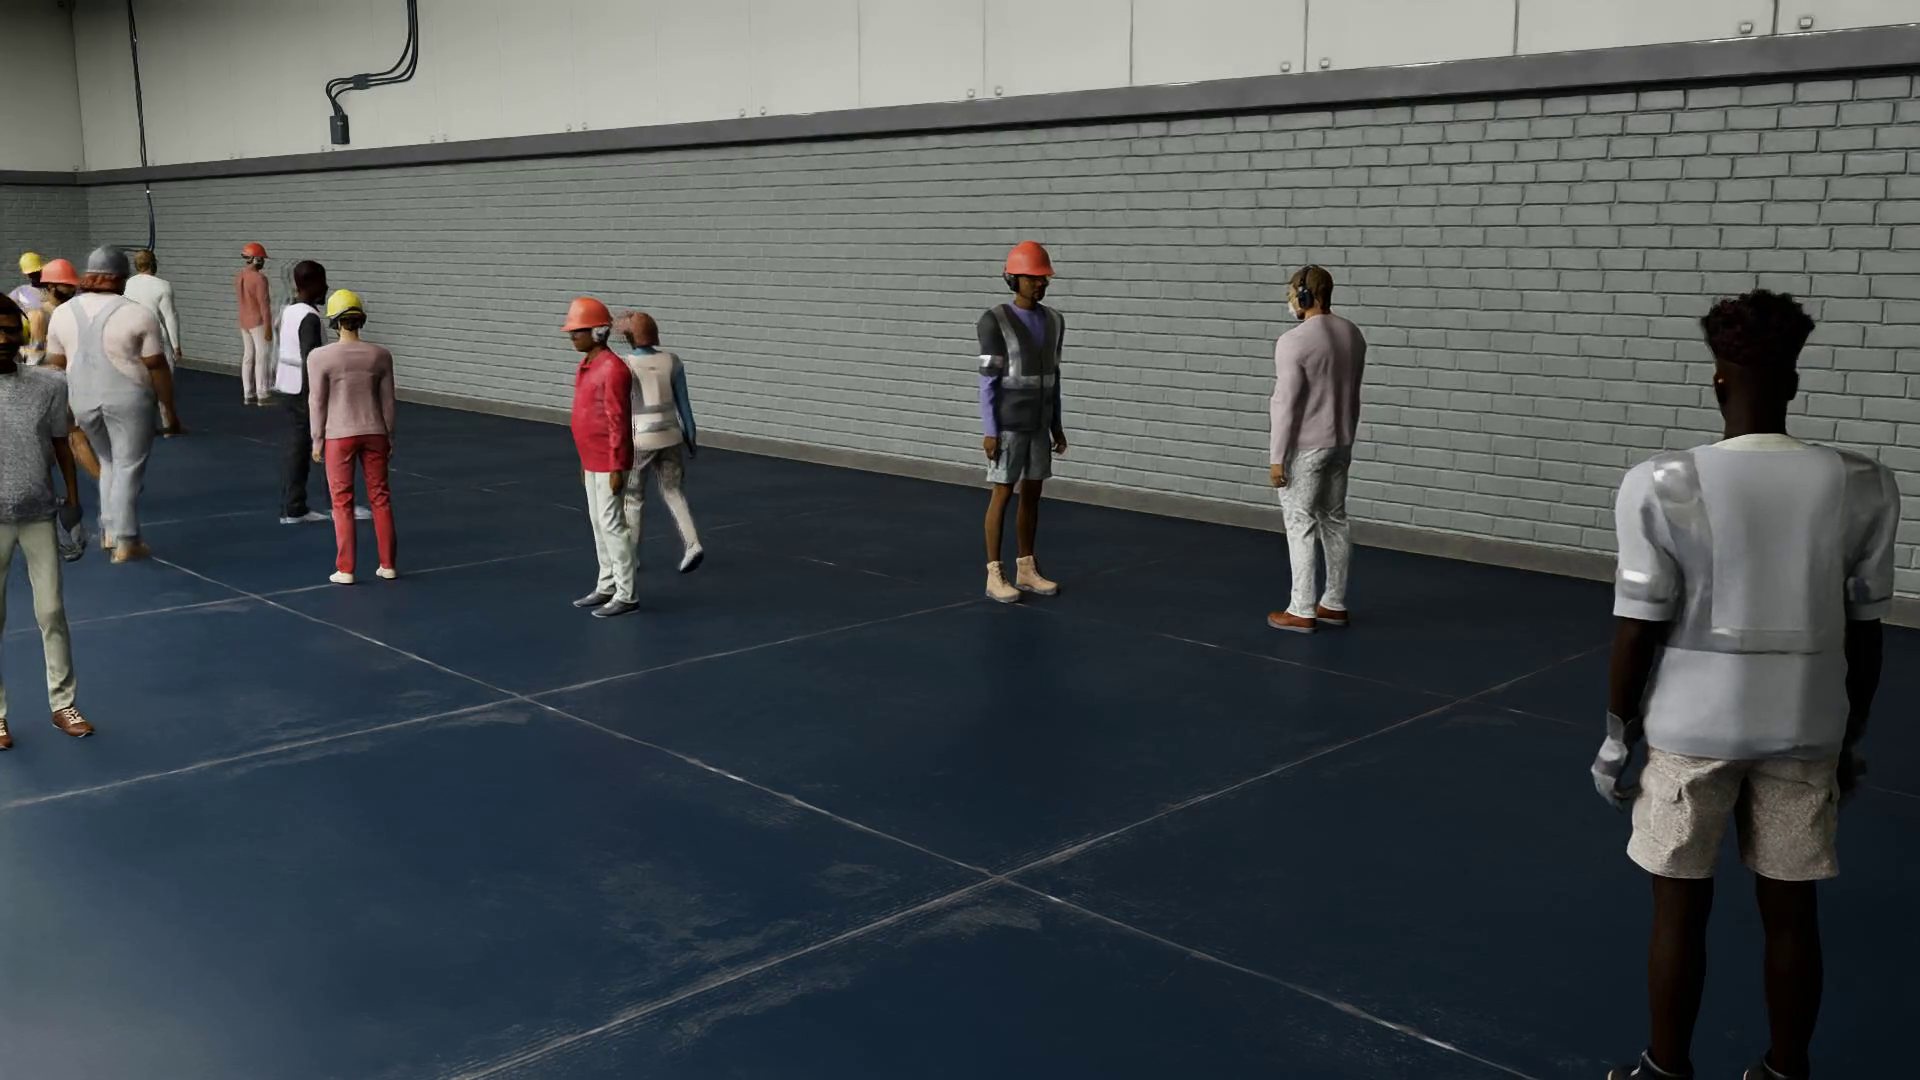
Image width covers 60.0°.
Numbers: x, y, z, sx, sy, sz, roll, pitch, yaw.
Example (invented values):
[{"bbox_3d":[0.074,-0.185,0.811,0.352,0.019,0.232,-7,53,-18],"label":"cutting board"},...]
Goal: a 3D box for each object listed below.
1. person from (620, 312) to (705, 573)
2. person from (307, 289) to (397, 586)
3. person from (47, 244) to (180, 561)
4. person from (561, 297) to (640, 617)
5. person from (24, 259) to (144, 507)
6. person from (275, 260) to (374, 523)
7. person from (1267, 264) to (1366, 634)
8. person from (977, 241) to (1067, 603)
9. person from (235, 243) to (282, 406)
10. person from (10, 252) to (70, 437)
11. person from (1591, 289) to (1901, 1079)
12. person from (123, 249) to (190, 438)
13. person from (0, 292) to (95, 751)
[{"bbox_3d":[-1.902,-0.578,10.158,0.558,1.608,0.718,-9,14,-39],"label":"person"},{"bbox_3d":[-3.629,-0.612,9.956,0.518,1.756,0.342,-10,14,-43],"label":"person"},{"bbox_3d":[-5.389,-0.898,10.743,0.697,2.000,0.659,1,10,4],"label":"person"},{"bbox_3d":[-1.981,-0.451,9.122,0.356,1.743,0.577,-6,12,-29],"label":"person"},{"bbox_3d":[-6.714,-1.170,12.636,0.973,1.884,0.572,1,10,4],"label":"person"},{"bbox_3d":[-4.608,-1.066,12.070,0.732,1.895,0.594,-8,13,-37],"label":"person"},{"bbox_3d":[1.858,-0.469,8.722,0.638,1.929,0.369,-8,13,-37],"label":"person"},{"bbox_3d":[0.380,-0.673,9.505,0.609,2.044,0.394,-9,13,-39],"label":"person"},{"bbox_3d":[-8.619,-2.641,20.407,0.617,1.985,0.408,8,13,37],"label":"person"},{"bbox_3d":[-9.367,-1.997,17.106,0.629,1.900,0.465,-9,14,-40],"label":"person"},{"bbox_3d":[1.748,0.420,3.766,0.625,1.960,0.377,1,10,6],"label":"person"},{"bbox_3d":[-8.304,-2.017,17.121,0.631,1.940,0.372,2,11,10],"label":"person"},{"bbox_3d":[-3.842,-0.075,6.767,0.507,1.861,0.328,-8,13,-39],"label":"person"}]
